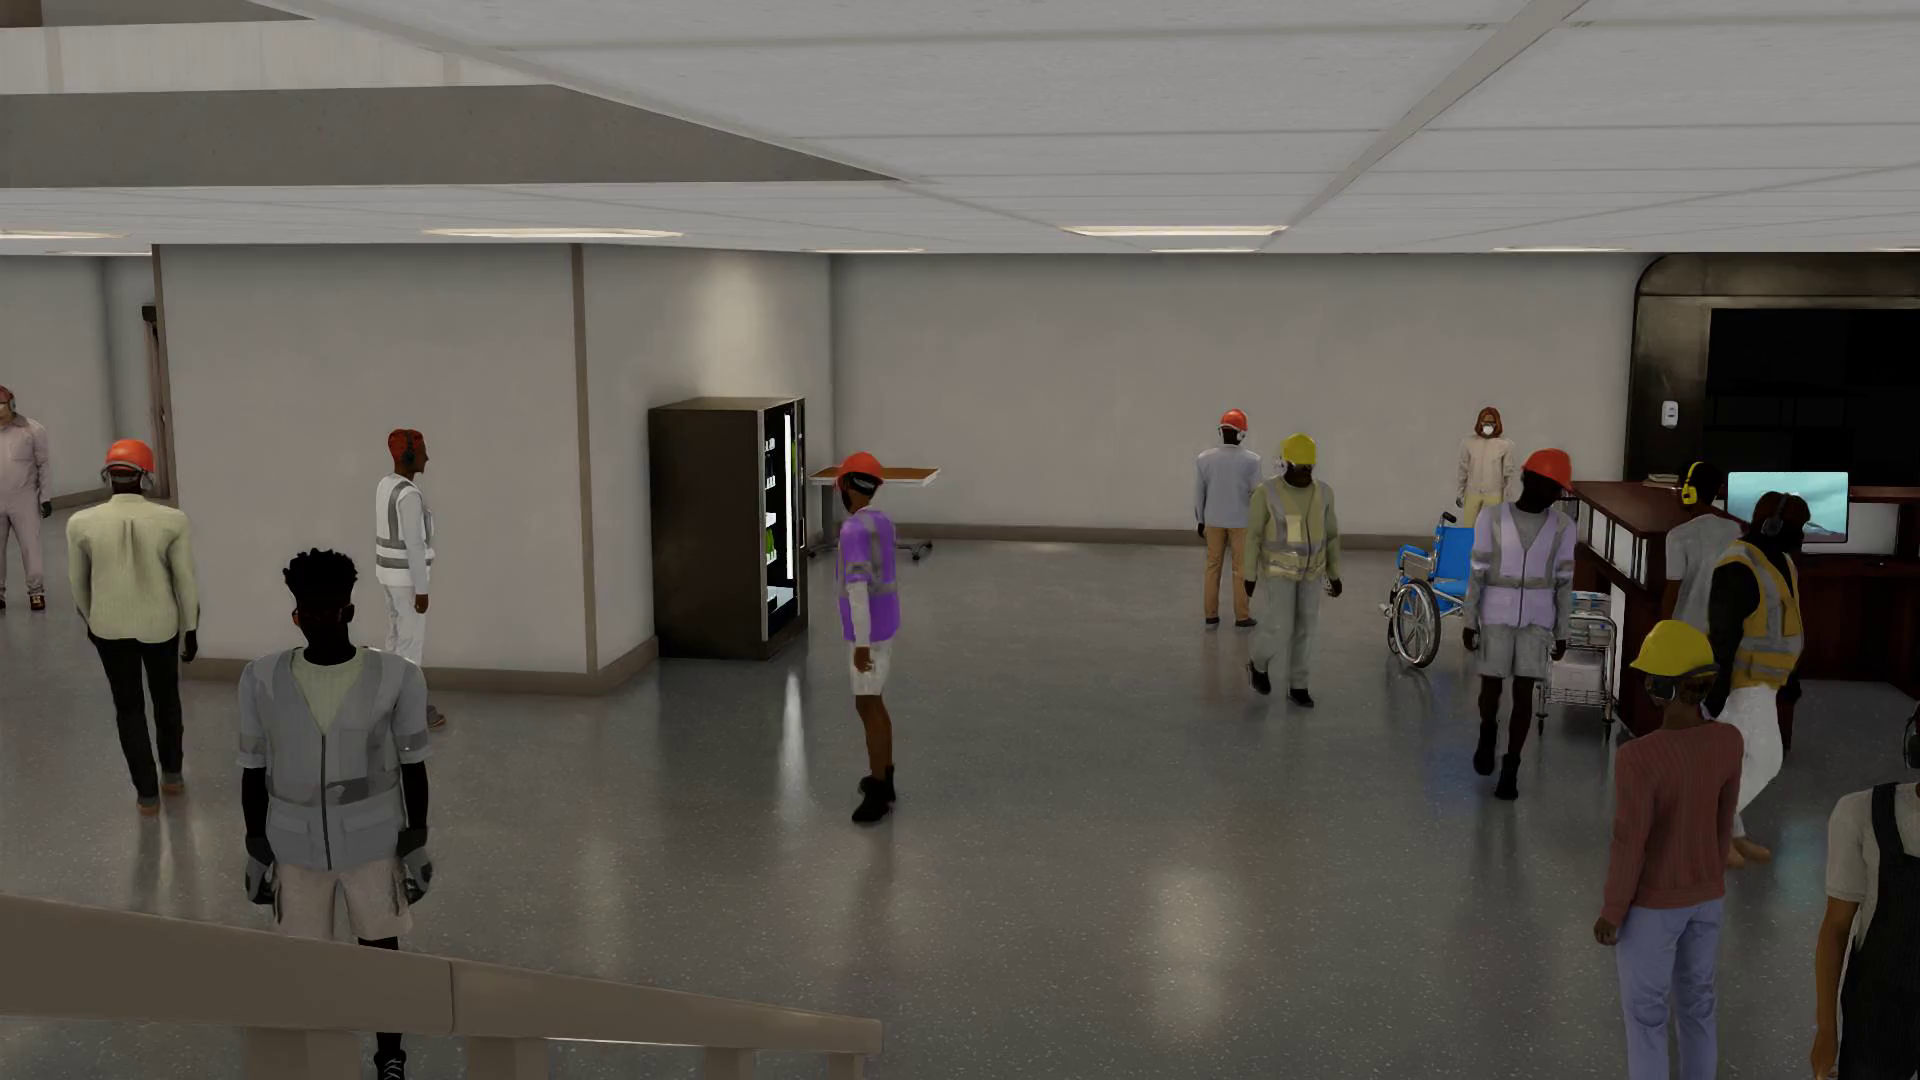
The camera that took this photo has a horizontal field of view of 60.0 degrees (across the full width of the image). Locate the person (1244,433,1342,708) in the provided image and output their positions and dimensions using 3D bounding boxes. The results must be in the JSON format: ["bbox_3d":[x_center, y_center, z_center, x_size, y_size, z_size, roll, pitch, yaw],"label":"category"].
[{"bbox_3d":[2.168,0.193,10.855,0.616,1.812,0.463,-3,10,-19],"label":"person"}]

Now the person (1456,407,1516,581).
[{"bbox_3d":[4.760,-0.395,15.077,0.505,1.627,0.286,5,11,29],"label":"person"}]

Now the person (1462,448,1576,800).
[{"bbox_3d":[3.043,0.445,9.055,0.578,1.889,0.510,2,9,11],"label":"person"}]

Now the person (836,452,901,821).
[{"bbox_3d":[-0.517,0.502,8.755,0.399,1.892,0.733,2,9,12],"label":"person"}]

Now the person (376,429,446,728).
[{"bbox_3d":[-3.442,0.244,10.357,0.351,1.878,0.568,-6,11,-35],"label":"person"}]

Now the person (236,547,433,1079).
[{"bbox_3d":[-2.041,0.991,5.455,0.600,1.967,0.368,-2,9,-11],"label":"person"}]

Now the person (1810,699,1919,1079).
[{"bbox_3d":[2.429,1.256,4.195,0.506,1.846,0.346,3,10,17],"label":"person"}]

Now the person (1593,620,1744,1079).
[{"bbox_3d":[2.224,1.124,5.262,0.525,1.769,0.308,-5,10,-28],"label":"person"}]

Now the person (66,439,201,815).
[{"bbox_3d":[-4.386,0.442,8.860,0.608,1.956,0.766,-5,10,-27],"label":"person"}]

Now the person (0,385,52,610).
[{"bbox_3d":[-7.939,-0.342,13.870,0.652,1.904,0.402,-3,10,-19],"label":"person"}]

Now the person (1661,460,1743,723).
[{"bbox_3d":[3.884,0.507,8.788,0.524,1.860,0.317,-3,10,-20],"label":"person"}]

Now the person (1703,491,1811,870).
[{"bbox_3d":[3.780,0.663,7.948,0.432,1.815,0.635,7,12,38],"label":"person"}]

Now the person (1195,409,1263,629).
[{"bbox_3d":[2.162,-0.170,13.281,0.572,1.746,0.347,5,10,28],"label":"person"}]
